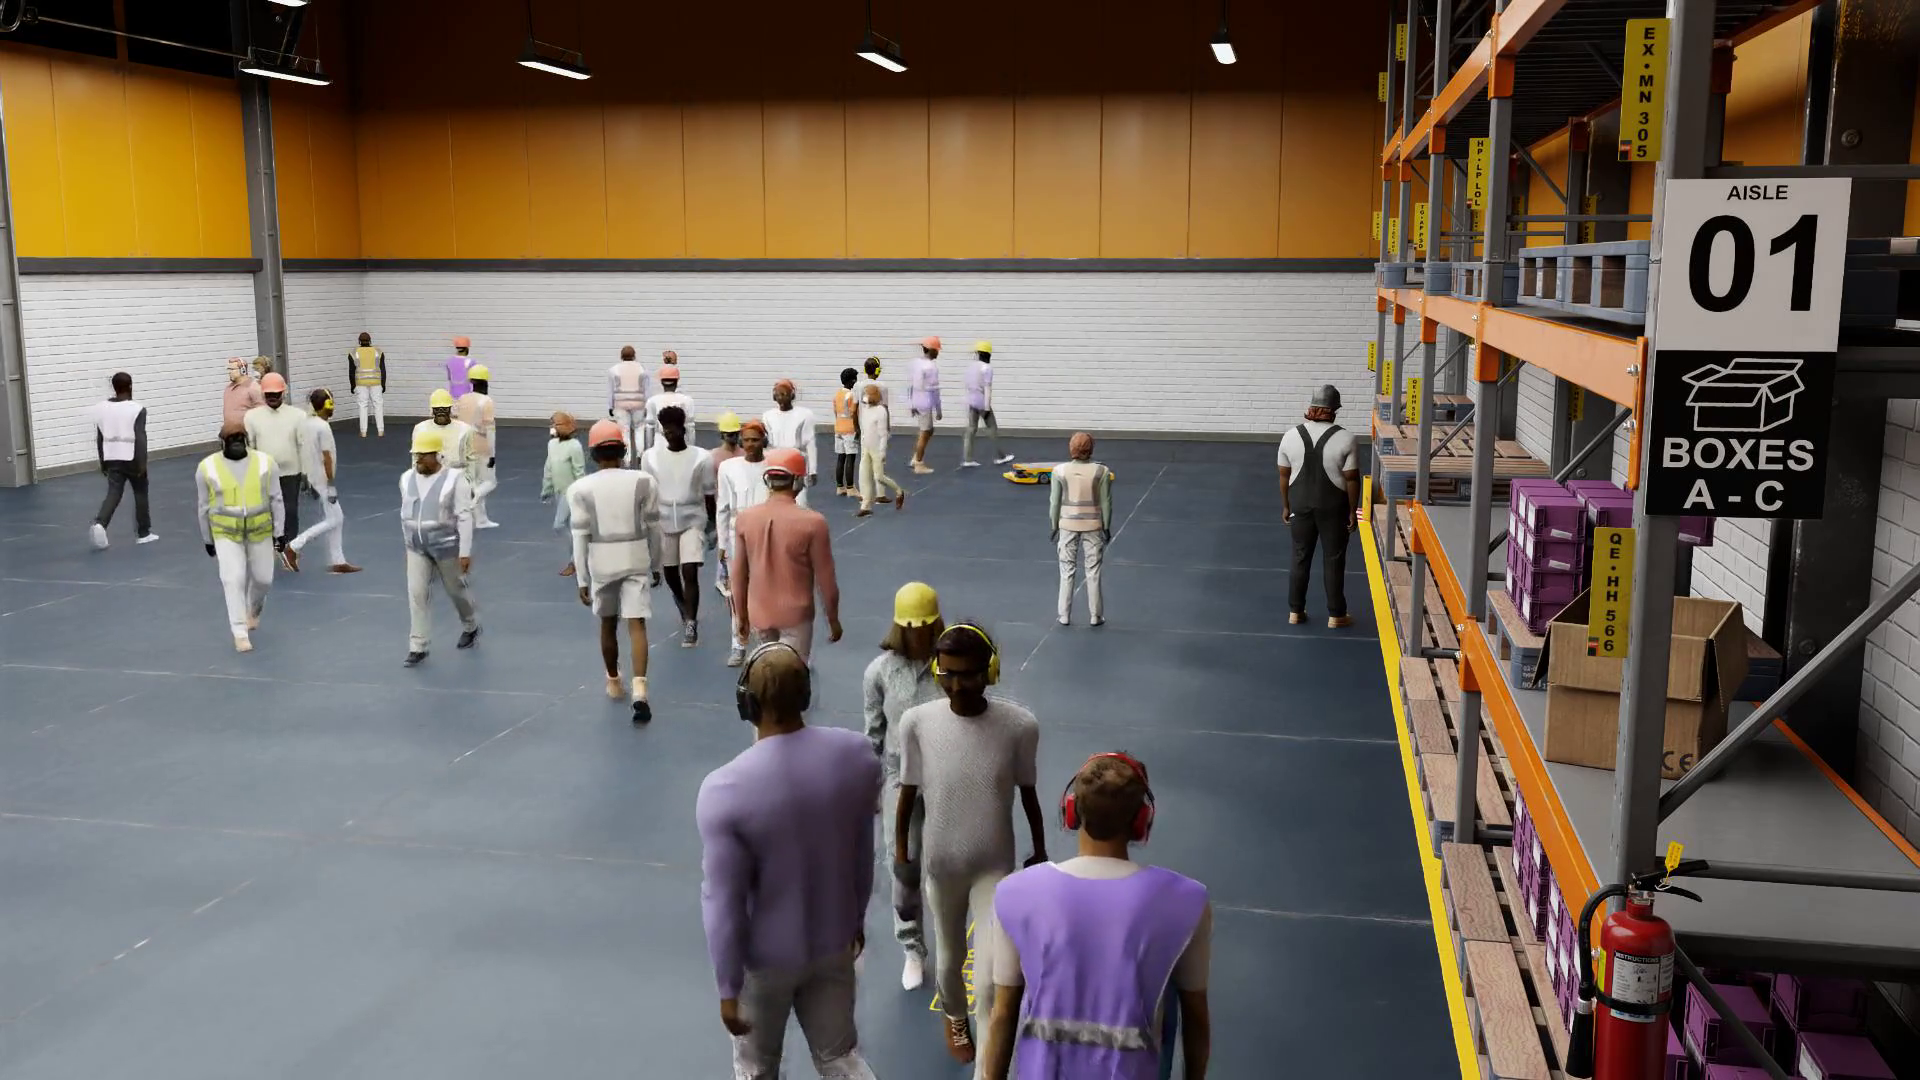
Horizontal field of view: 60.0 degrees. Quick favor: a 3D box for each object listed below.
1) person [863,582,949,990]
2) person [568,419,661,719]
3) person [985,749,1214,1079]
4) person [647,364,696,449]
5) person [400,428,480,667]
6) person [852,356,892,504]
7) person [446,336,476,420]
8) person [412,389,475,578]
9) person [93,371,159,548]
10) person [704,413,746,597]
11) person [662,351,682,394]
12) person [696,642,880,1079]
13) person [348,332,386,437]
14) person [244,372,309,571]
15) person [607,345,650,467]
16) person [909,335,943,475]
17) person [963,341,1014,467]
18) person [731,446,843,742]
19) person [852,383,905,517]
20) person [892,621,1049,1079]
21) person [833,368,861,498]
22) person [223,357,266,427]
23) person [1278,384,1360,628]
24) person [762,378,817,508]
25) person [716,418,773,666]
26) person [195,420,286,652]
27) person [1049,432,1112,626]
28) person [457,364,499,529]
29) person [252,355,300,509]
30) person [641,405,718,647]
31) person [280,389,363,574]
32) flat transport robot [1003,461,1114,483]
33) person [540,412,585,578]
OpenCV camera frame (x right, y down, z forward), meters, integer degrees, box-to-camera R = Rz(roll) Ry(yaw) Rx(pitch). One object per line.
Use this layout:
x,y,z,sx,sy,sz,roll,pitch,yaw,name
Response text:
-0.163,1.006,7.085,0.504,1.725,0.484,-1,9,-4,person
-2.313,0.195,11.212,0.620,2.001,1.021,-2,10,-13,person
0.348,1.448,4.272,0.578,1.786,0.952,2,10,13,person
-3.231,-1.020,18.712,0.587,1.918,0.490,1,9,5,person
-4.013,0.021,12.831,0.602,1.799,0.902,2,10,11,person
-1.122,-1.386,21.091,0.552,1.867,0.308,4,10,22,person
-7.976,-2.321,26.676,0.558,1.890,0.977,2,10,14,person
-5.008,-0.551,16.161,0.590,1.833,0.404,-4,10,-22,person
-9.019,-0.859,17.855,0.600,1.889,0.846,1,9,7,person
-2.049,-0.288,14.911,0.536,1.722,0.898,-6,11,-33,person
-4.674,-2.257,27.016,0.314,1.642,0.515,1,9,3,person
-0.472,1.257,5.046,0.641,1.918,0.832,-7,12,-35,person
-10.430,-2.735,29.303,0.621,1.842,0.429,-4,10,-24,person
-6.757,-0.677,16.483,0.605,1.976,0.472,-4,10,-21,person
-4.967,-2.004,24.943,0.628,1.829,0.447,-3,10,-16,person
-0.475,-1.935,23.920,0.473,2.018,0.605,-5,10,-26,person
0.404,-2.045,25.007,0.919,1.890,0.591,-8,12,-40,person
-1.017,0.432,9.810,0.613,1.970,0.463,5,11,27,person
-0.993,-1.090,20.049,0.658,1.613,0.507,-8,12,-39,person
0.050,1.154,5.961,0.585,1.820,0.954,1,9,5,person
-1.455,-1.392,21.647,0.320,1.692,0.531,-6,11,-33,person
-8.731,-1.264,20.231,0.651,1.906,0.409,5,11,28,person
3.045,-0.295,13.992,0.687,2.000,0.535,6,11,30,person
-1.746,-0.725,17.090,0.613,1.871,0.474,3,10,15,person
-1.547,0.020,12.564,0.583,1.882,0.337,0,9,-1,person
-5.727,-0.062,13.262,0.627,1.820,0.710,-6,11,-31,person
1.008,-0.085,13.954,0.539,1.632,0.325,1,9,5,person
-5.508,-1.033,18.853,0.592,1.911,0.608,6,11,34,person
-8.462,-1.304,20.448,0.642,1.926,0.394,5,11,29,person
-2.263,-0.150,13.484,0.611,1.931,0.877,0,9,1,person
-6.247,-0.553,16.172,0.685,1.835,0.529,-6,11,-30,person
1.380,-0.958,23.303,1.431,0.197,0.652,-3,10,-15,flat transport robot
-3.847,-0.436,16.131,0.449,1.620,0.510,-8,13,-41,person
